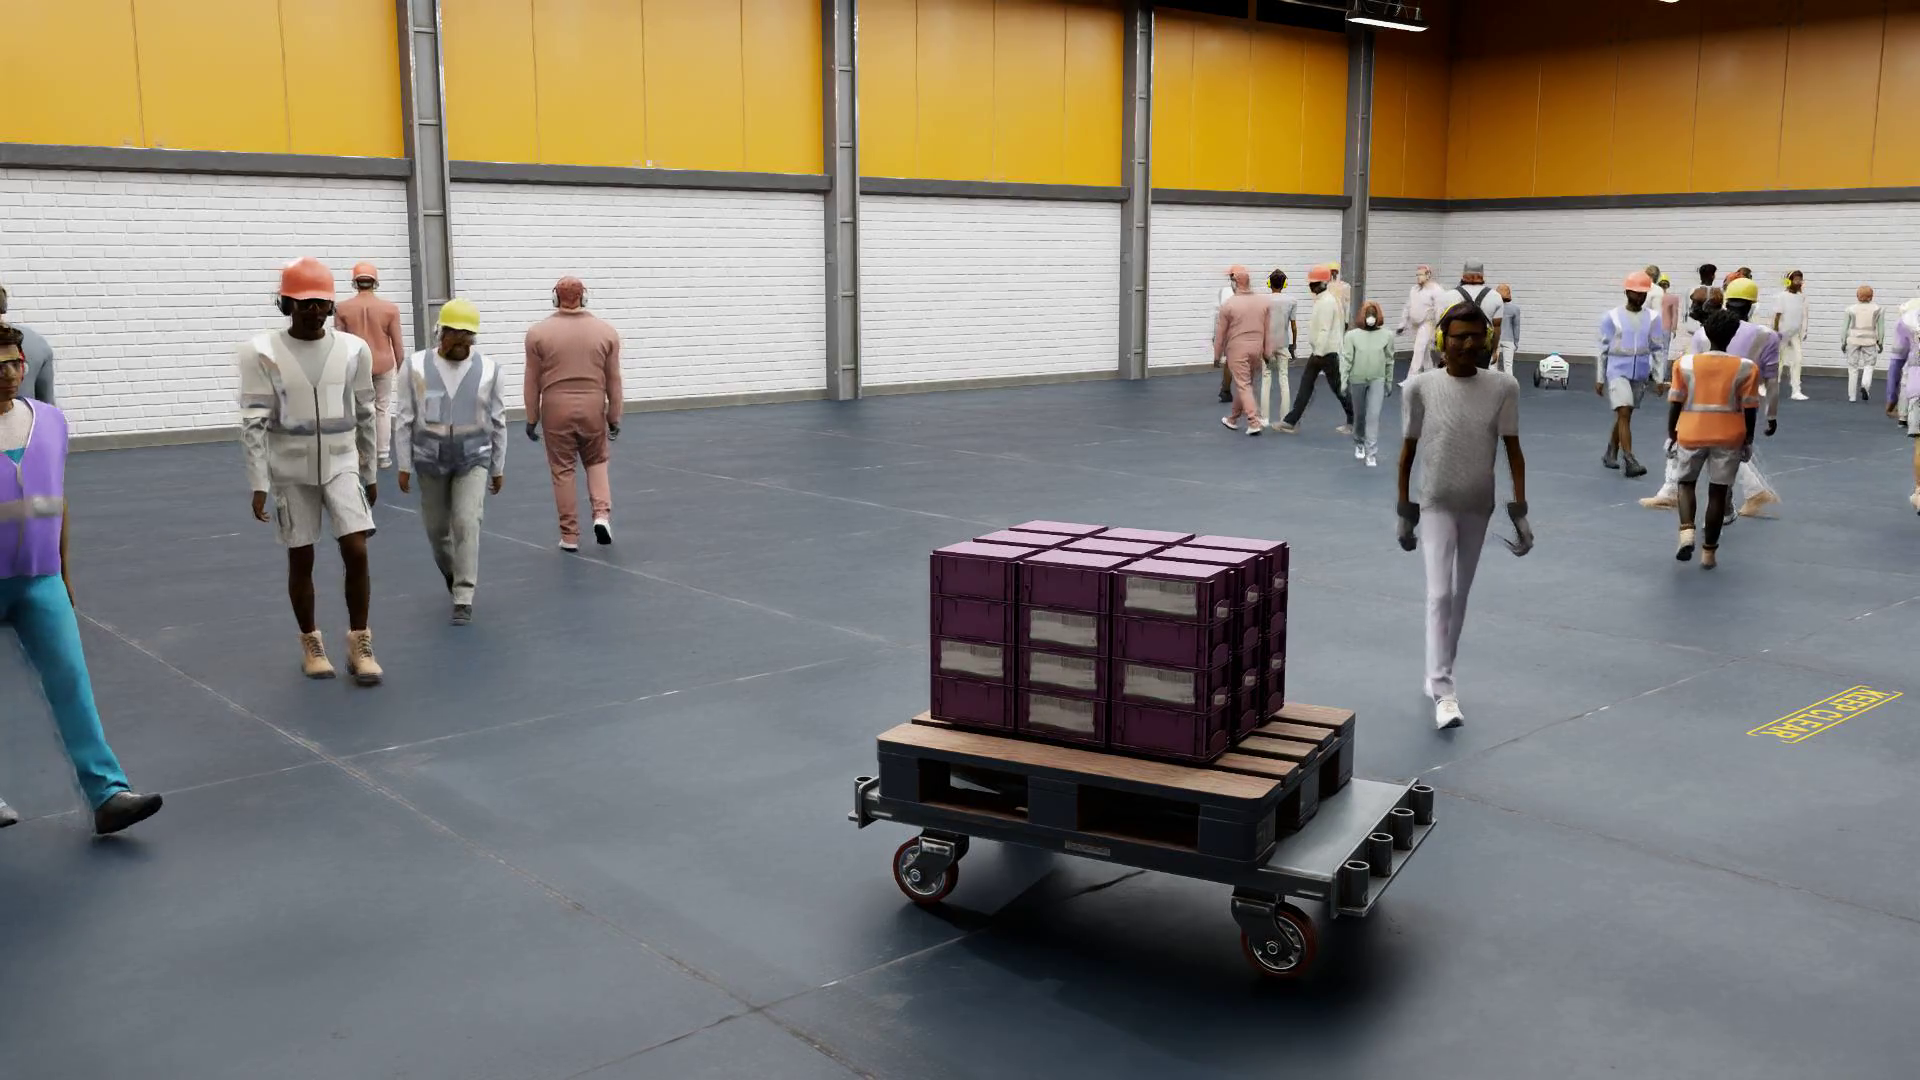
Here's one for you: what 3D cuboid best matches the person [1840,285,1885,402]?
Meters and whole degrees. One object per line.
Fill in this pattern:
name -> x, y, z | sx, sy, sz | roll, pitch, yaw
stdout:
person -> 12.455, -2.706, 22.970 | 0.540, 1.624, 0.388 | 5, 11, 27

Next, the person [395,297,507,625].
person -> -2.849, -0.462, 9.350 | 0.601, 1.801, 0.786 | -3, 10, -15

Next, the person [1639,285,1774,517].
person -> 5.918, -1.090, 13.040 | 0.918, 1.806, 0.621 | 4, 10, 22

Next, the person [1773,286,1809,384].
person -> 13.146, -3.281, 26.337 | 0.507, 1.632, 0.275 | 8, 13, 39

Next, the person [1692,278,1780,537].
person -> 5.641, -0.973, 12.167 | 0.591, 1.875, 1.063 | 8, 12, 38

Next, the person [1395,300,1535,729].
person -> 2.183, -0.102, 7.163 | 0.536, 1.820, 0.935 | 0, 10, 2

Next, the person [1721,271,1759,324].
person -> 8.549, -2.050, 18.481 | 0.585, 1.863, 0.816 | 1, 10, 5

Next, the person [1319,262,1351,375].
person -> 6.334, -3.760, 28.316 | 0.586, 1.917, 0.380 | 0, 10, -1

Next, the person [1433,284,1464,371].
person -> 7.843, -3.256, 26.115 | 0.822, 1.659, 0.527 | 5, 11, 26

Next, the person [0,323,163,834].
person -> -3.237, 0.157, 5.717 | 0.961, 1.791, 0.595 | 5, 11, 29

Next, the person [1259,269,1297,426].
person -> 3.744, -2.280, 19.788 | 0.539, 1.869, 0.313 | 0, 10, 2

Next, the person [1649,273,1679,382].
person -> 11.206, -3.387, 26.637 | 0.533, 1.750, 0.687 | 5, 11, 28

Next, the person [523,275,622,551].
person -> -2.662, -0.860, 11.420 | 0.650, 1.895, 0.434 | -4, 11, -23

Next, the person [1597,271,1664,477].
person -> 6.245, -1.551, 15.506 | 0.558, 1.882, 1.051 | 0, 10, 1

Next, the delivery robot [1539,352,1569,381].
delivery robot -> 9.082, -2.636, 25.430 | 0.477, 0.478, 0.707 | 2, 10, 11

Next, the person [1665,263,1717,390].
person -> 10.872, -3.112, 24.556 | 0.960, 1.943, 0.619 | -4, 11, -23

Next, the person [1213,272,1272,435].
person -> 3.214, -2.130, 18.991 | 0.650, 1.842, 1.044 | -4, 10, -21

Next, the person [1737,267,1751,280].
person -> 12.639, -3.499, 26.995 | 0.326, 1.843, 0.517 | -3, 10, -19

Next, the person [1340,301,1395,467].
person -> 4.001, -1.548, 16.348 | 0.508, 1.597, 0.873 | 2, 10, 12

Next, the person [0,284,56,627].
person -> -5.303, -0.490, 9.140 | 0.444, 1.941, 0.631 | 5, 11, 27

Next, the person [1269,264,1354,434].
person -> 4.111, -2.145, 18.835 | 1.062, 1.931, 0.635 | 0, 10, 2

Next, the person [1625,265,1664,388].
person -> 10.409, -3.217, 25.274 | 0.922, 1.878, 0.645 | -4, 10, -22

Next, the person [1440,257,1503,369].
person -> 5.841, -2.238, 19.042 | 0.692, 2.000, 0.729 | 2, 10, 10

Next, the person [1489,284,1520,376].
person -> 7.528, -2.737, 23.151 | 0.498, 1.634, 0.278 | 2, 10, 13

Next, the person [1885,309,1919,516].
person -> 7.585, -1.151, 12.973 | 0.619, 1.961, 1.122 | 5, 11, 25

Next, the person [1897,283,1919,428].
person -> 11.286, -2.208, 19.474 | 0.404, 1.829, 0.600 | -6, 11, -31

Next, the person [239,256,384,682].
person -> -3.008, -0.302, 7.785 | 0.623, 2.015, 0.765 | -6, 11, -31

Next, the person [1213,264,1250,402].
person -> 3.787, -2.854, 23.034 | 0.594, 1.902, 0.504 | 9, 13, 43

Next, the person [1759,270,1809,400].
person -> 11.756, -2.931, 23.711 | 0.539, 1.838, 0.924 | -3, 10, -15

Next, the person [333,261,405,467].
person -> -5.586, -1.646, 15.748 | 0.638, 1.977, 0.696 | -3, 10, -15

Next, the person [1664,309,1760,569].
person -> 4.860, -0.648, 10.764 | 0.553, 1.680, 0.368 | 5, 11, 26

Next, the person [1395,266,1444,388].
person -> 6.941, -3.219, 25.301 | 0.931, 1.867, 0.660 | -4, 10, -21
